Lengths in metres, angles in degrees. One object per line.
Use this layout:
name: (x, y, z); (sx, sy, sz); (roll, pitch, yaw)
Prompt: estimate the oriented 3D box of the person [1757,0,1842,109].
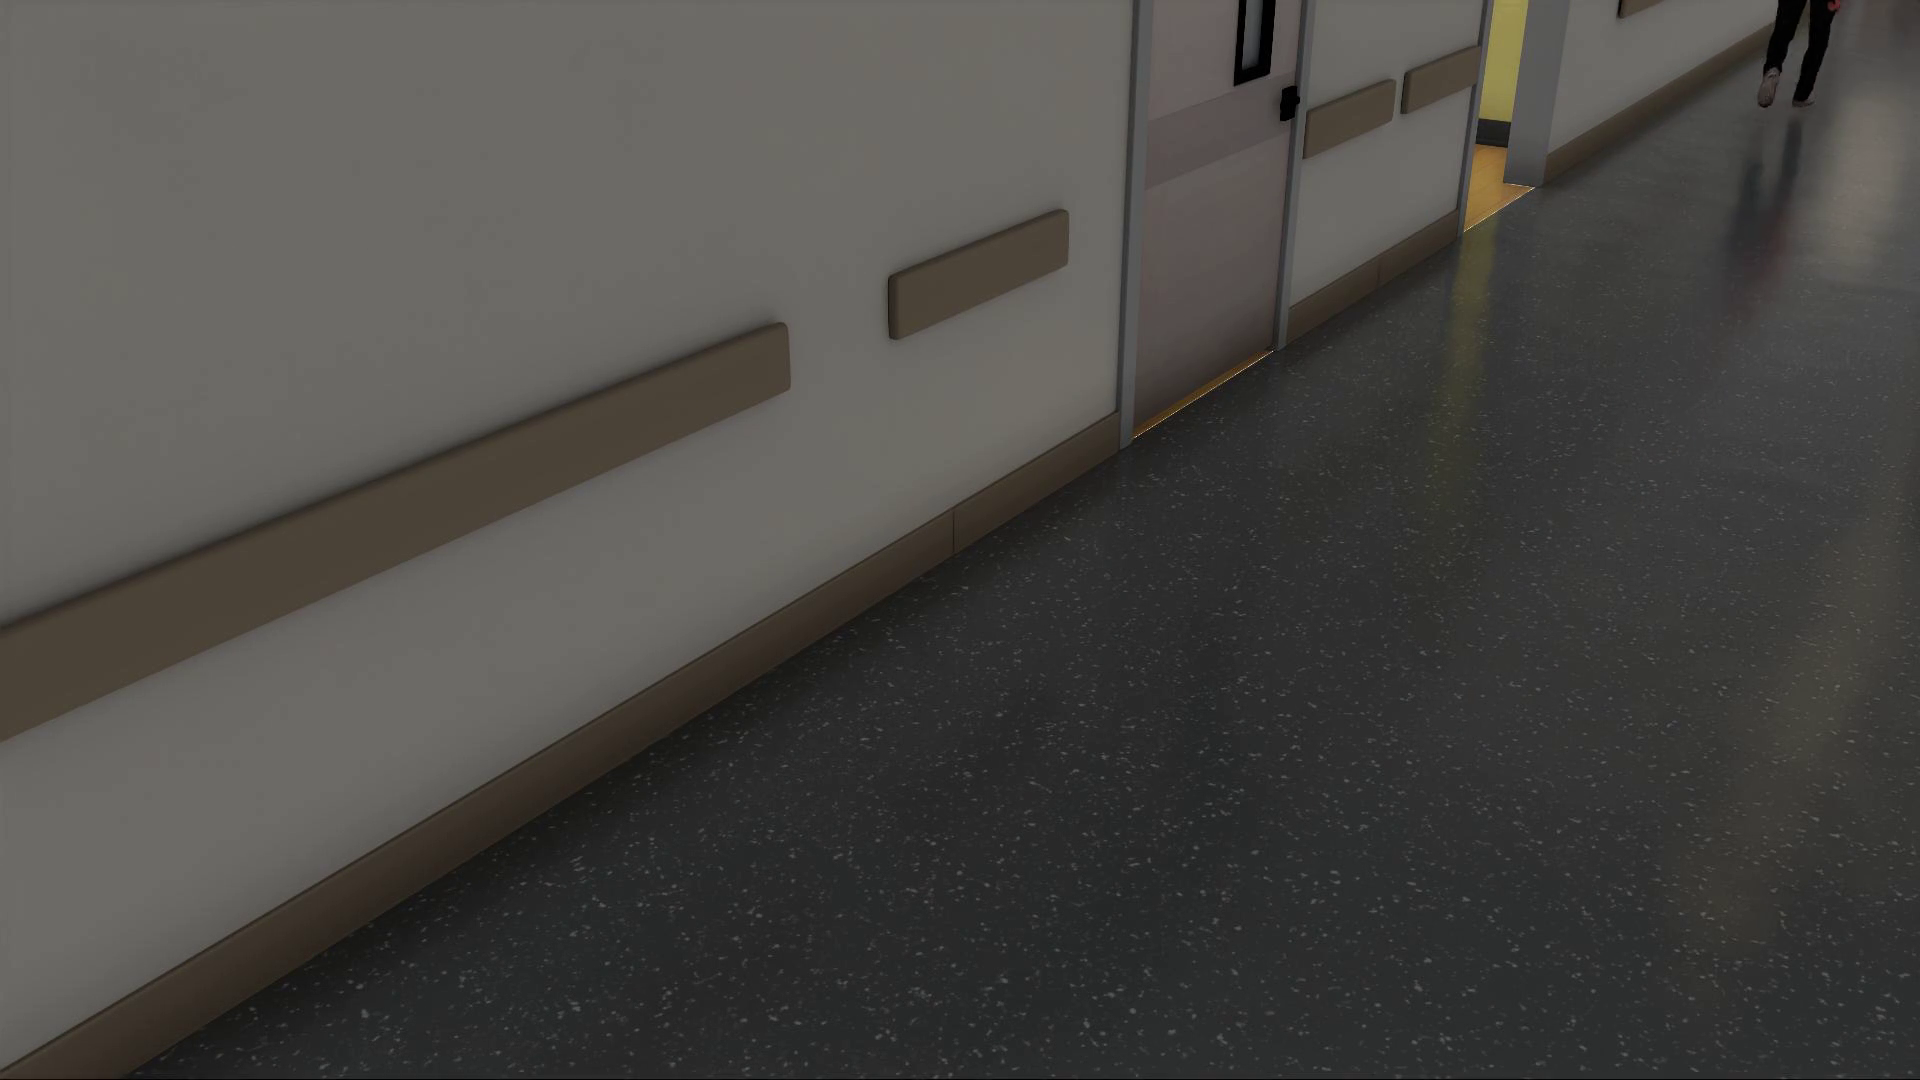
person: (5.739, -3.769, 11.251); (0.913, 1.737, 0.690); (18, 31, 33)
